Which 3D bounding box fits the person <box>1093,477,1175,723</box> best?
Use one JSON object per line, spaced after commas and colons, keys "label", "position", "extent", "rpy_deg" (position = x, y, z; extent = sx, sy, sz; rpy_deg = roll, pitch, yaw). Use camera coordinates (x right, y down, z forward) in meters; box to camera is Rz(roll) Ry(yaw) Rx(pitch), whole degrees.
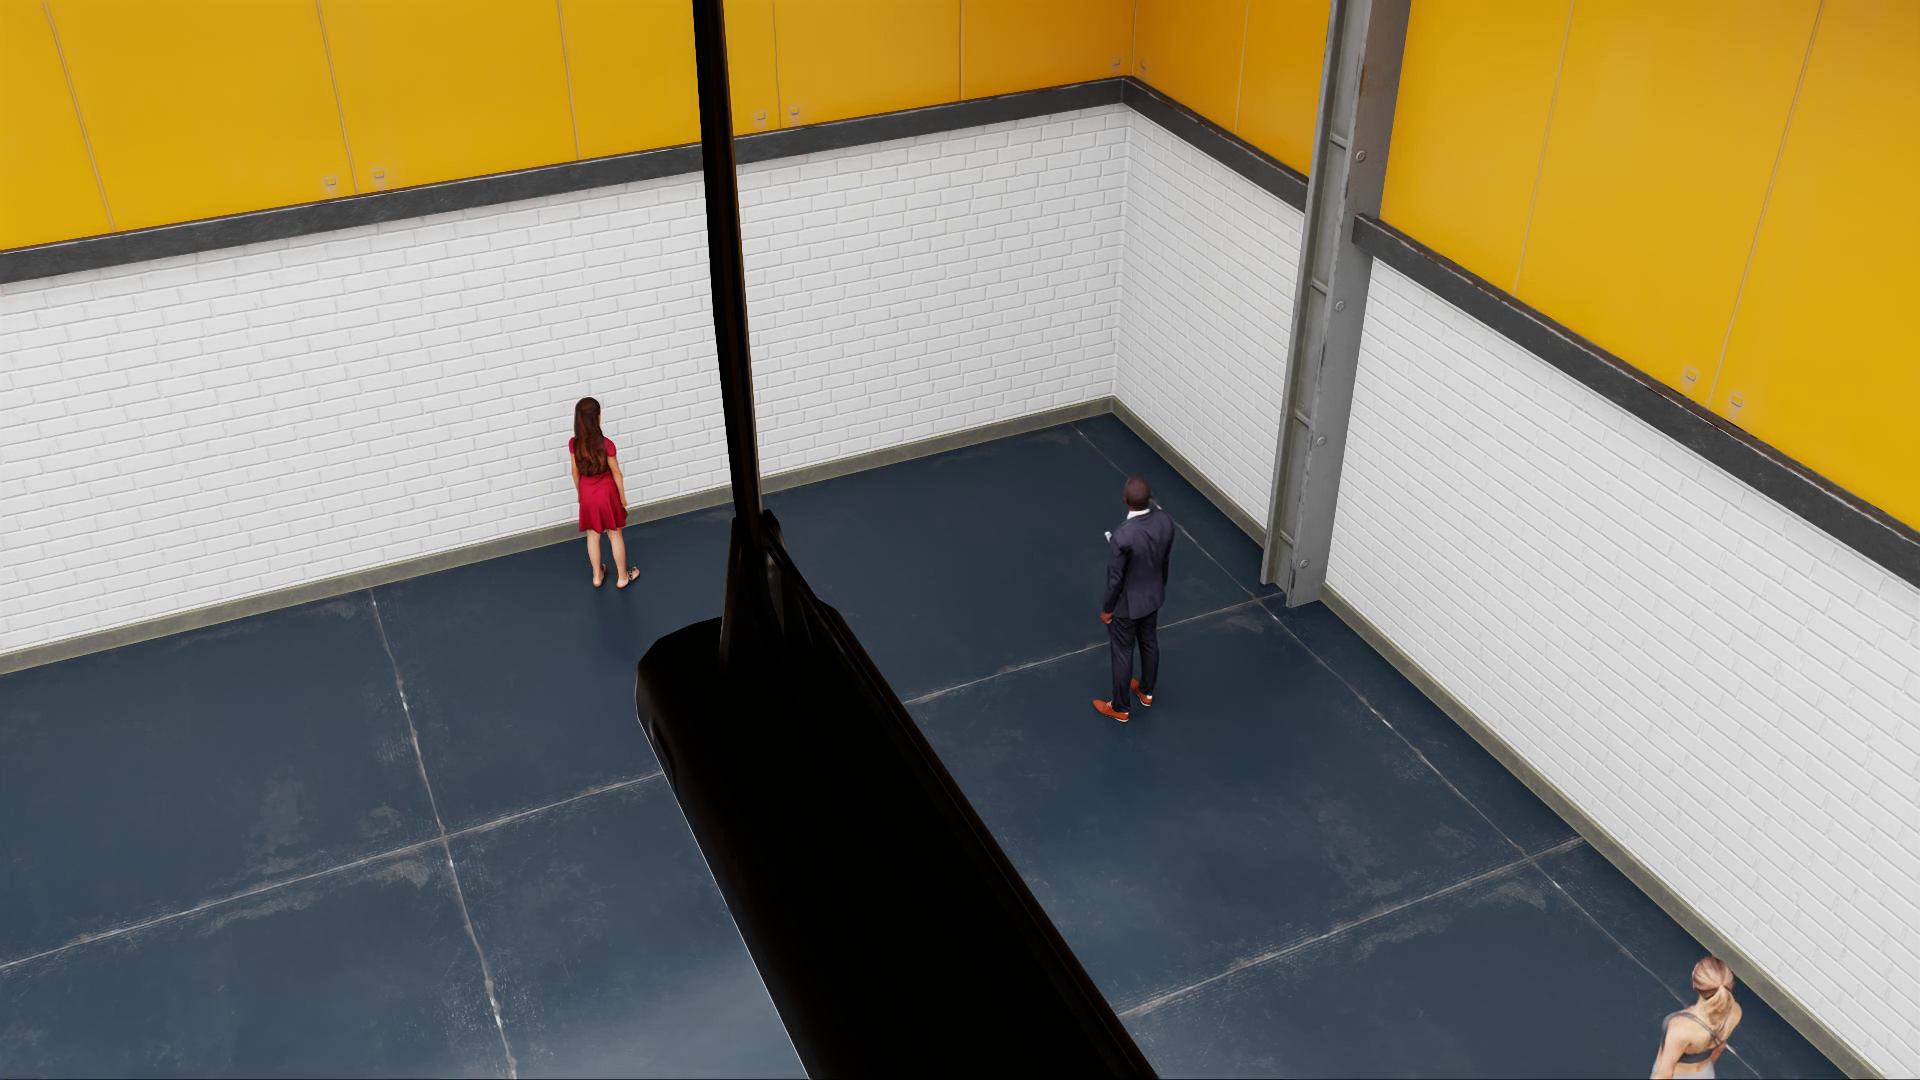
{"label": "person", "position": [1.144, 0.386, 10.904], "extent": [0.745, 1.823, 0.659], "rpy_deg": [-23, 40, -30]}

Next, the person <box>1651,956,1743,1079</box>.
{"label": "person", "position": [3.349, 2.569, 7.726], "extent": [0.566, 1.706, 0.518], "rpy_deg": [-12, 36, -18]}

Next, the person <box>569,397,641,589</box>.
{"label": "person", "position": [-2.655, -0.341, 12.238], "extent": [0.667, 1.557, 0.728], "rpy_deg": [5, 34, 7]}
